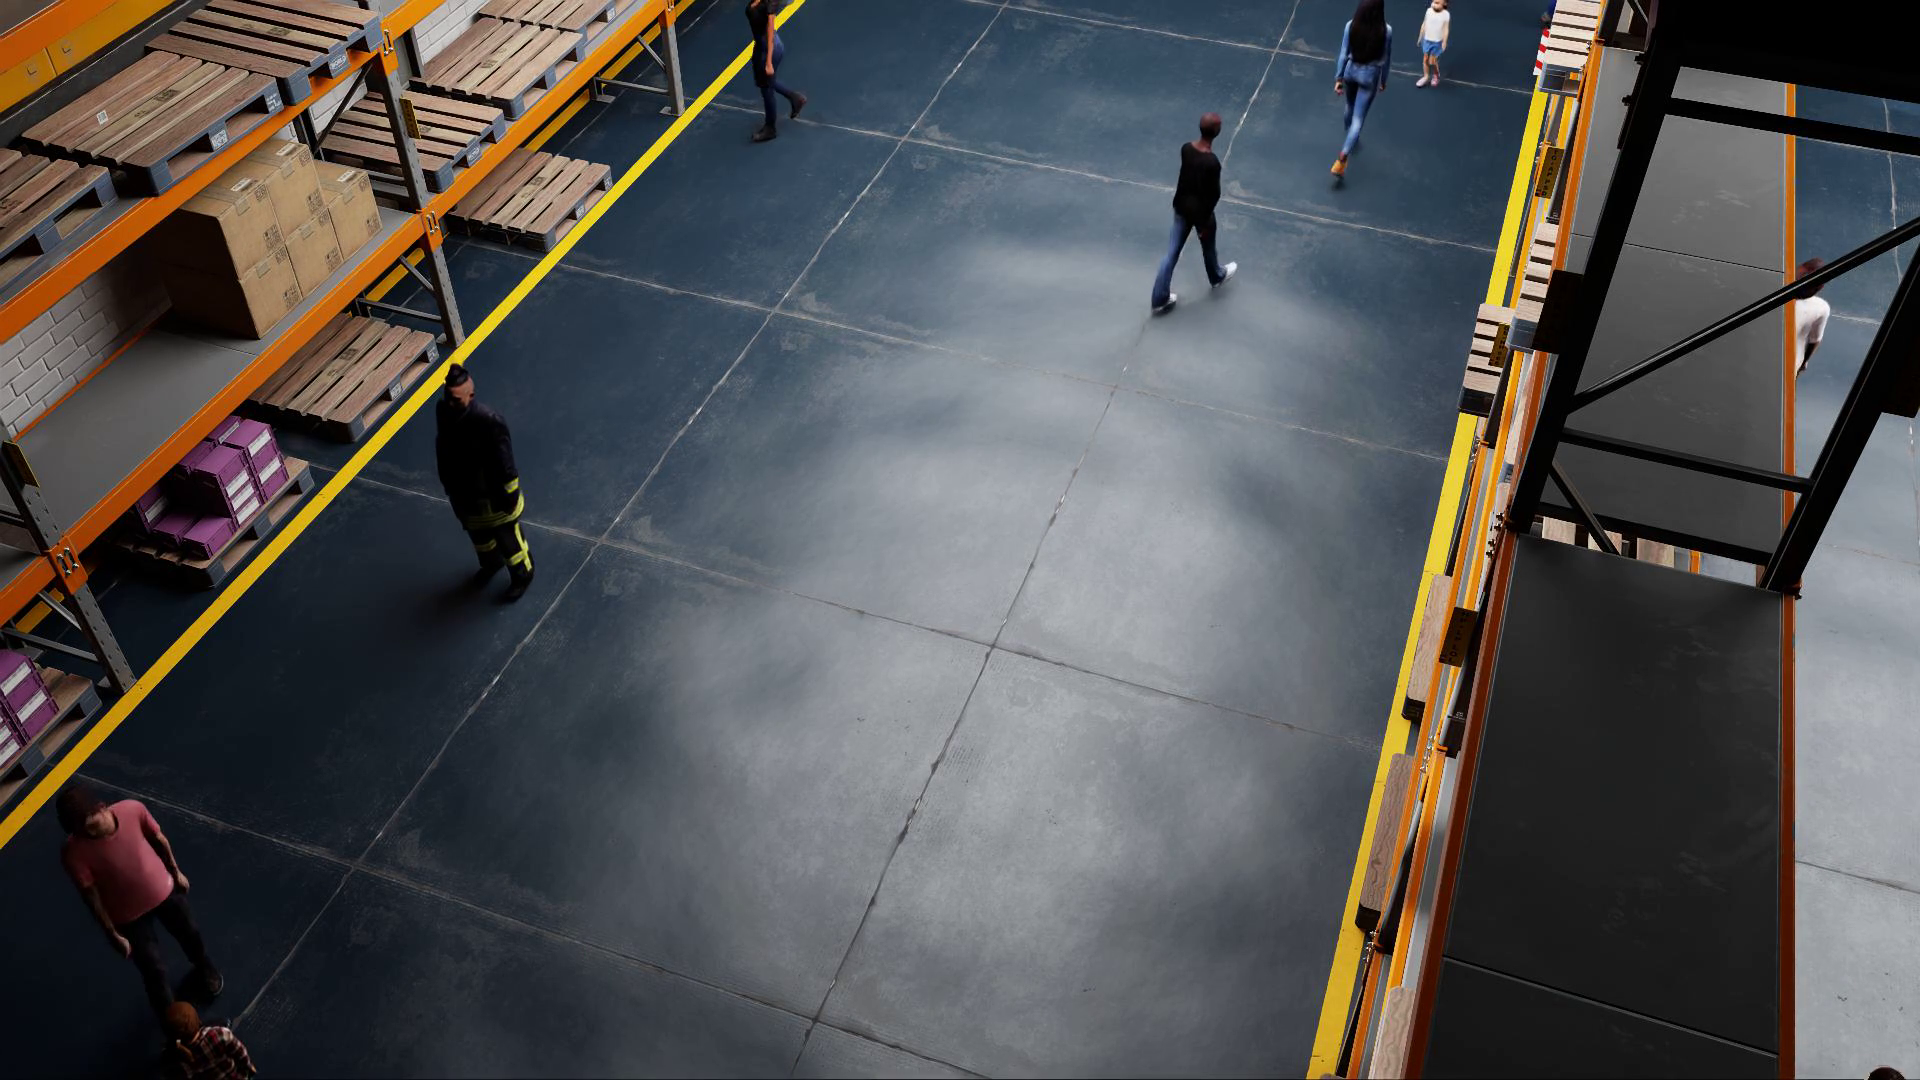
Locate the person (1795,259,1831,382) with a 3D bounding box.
[{"bbox_3d":[5.835,-1.174,11.956,0.629,1.775,0.677,14,45,15],"label":"person"}]

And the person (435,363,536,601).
[{"bbox_3d":[-3.195,-0.429,11.107,0.803,1.867,0.734,20,47,20],"label":"person"}]

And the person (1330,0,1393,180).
[{"bbox_3d":[3.617,-4.107,15.107,0.738,1.673,1.207,22,48,21],"label":"person"}]

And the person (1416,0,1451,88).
[{"bbox_3d":[4.742,-4.998,16.521,0.503,1.013,0.549,34,53,30],"label":"person"}]

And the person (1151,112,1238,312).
[{"bbox_3d":[1.834,-2.617,13.525,1.219,1.699,0.992,-30,51,-28],"label":"person"}]

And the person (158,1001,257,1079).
[{"bbox_3d":[-3.681,2.687,8.243,0.611,1.305,0.677,-20,47,-20],"label":"person"}]

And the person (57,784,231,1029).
[{"bbox_3d":[-4.272,1.880,8.634,0.794,1.935,0.745,15,46,15],"label":"person"}]

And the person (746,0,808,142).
[{"bbox_3d":[-1.716,-4.560,15.546,0.931,1.725,0.864,-19,47,-19],"label":"person"}]
